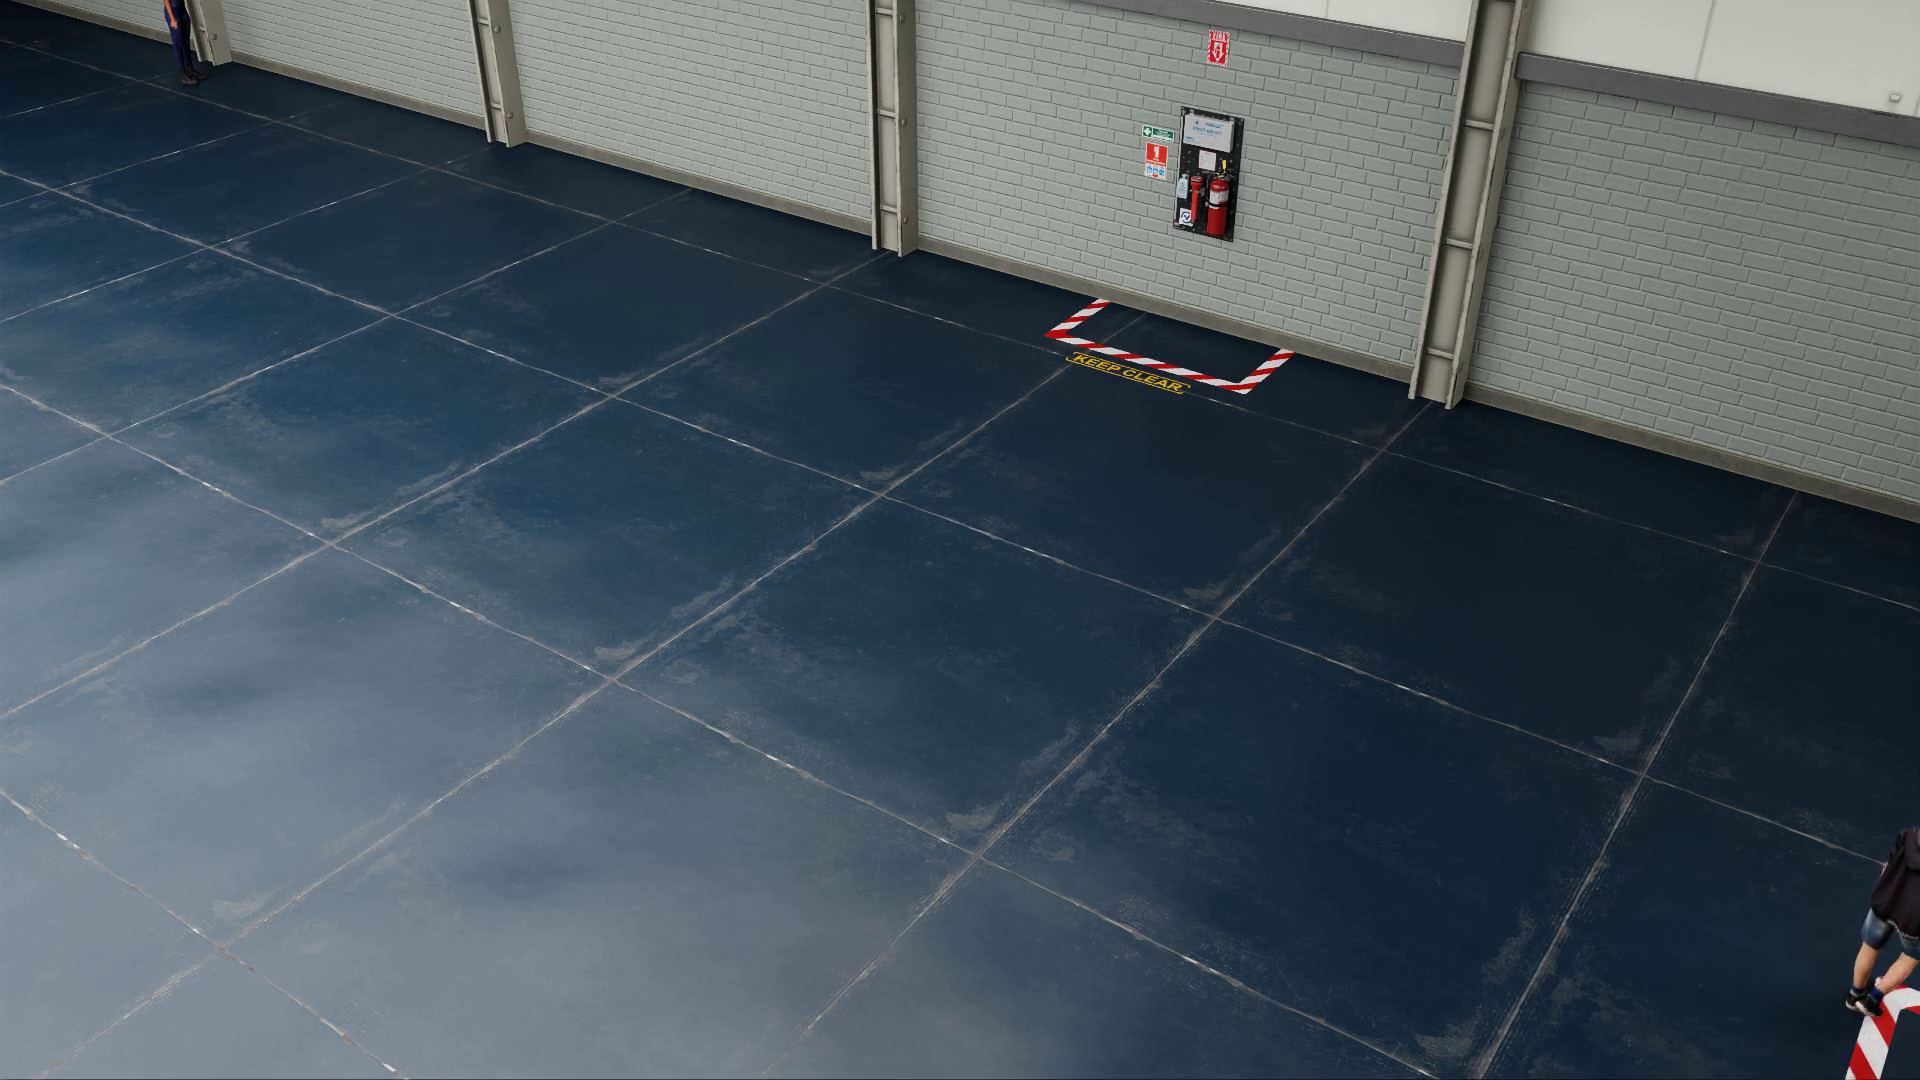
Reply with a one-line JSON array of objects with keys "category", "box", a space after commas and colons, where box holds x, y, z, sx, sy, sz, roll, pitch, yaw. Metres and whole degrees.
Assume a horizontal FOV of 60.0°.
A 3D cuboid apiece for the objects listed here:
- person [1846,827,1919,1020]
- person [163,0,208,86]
[{"category": "person", "box": [4.754, 1.894, 8.406, 0.693, 1.439, 0.617, -25, 40, -34]}, {"category": "person", "box": [-10.481, -7.012, 22.242, 0.660, 1.740, 0.637, 4, 32, 6]}]
